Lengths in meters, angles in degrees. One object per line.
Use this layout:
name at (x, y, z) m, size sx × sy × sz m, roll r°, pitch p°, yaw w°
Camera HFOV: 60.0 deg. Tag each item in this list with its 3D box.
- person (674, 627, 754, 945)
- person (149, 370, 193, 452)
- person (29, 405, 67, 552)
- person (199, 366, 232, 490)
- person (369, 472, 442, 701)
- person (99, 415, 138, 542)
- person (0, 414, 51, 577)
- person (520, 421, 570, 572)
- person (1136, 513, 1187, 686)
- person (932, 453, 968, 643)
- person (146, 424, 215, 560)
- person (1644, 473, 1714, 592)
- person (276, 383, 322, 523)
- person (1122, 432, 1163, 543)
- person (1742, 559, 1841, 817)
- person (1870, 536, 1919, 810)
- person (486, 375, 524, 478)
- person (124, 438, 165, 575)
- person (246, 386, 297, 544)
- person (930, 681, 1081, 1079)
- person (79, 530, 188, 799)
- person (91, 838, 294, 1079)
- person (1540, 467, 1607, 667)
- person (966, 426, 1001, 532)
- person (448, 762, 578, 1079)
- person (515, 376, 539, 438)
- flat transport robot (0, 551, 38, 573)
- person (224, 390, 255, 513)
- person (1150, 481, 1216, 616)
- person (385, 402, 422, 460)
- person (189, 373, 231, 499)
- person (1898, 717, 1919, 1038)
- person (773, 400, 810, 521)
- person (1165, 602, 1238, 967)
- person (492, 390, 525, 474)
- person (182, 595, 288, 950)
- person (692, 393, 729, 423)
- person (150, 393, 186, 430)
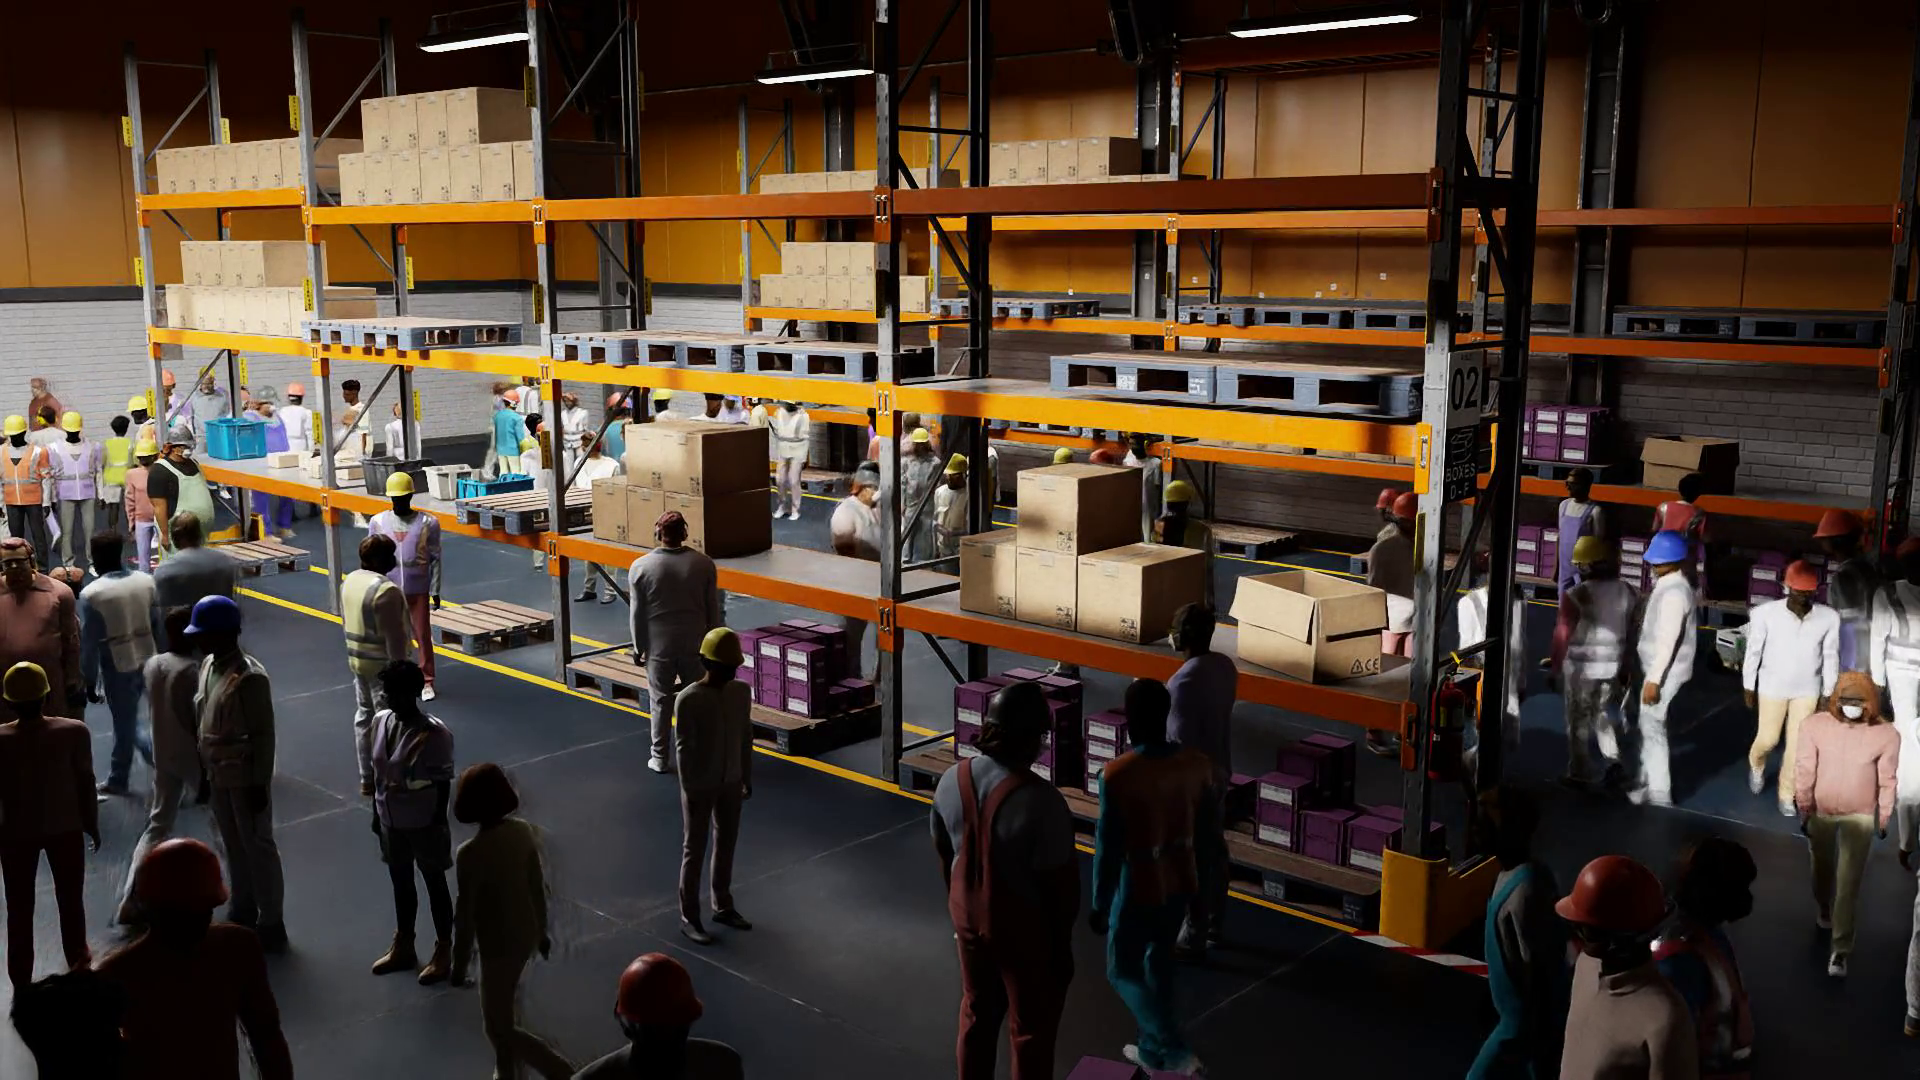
person at (-1.312, 1.324, 9.041) m, size 0.374 × 1.752 × 0.515 m, roll 9°, pitch 14°, yaw 42°
person at (-11.264, -1.411, 23.703) m, size 0.617 × 2.032 × 0.422 m, roll -4°, pitch 11°, yaw -20°
person at (-11.027, -0.723, 20.317) m, size 0.569 × 1.845 × 0.521 m, roll -8°, pitch 13°, yaw -38°
person at (-11.624, -1.739, 25.873) m, size 0.395 × 1.919 × 0.589 m, roll 6°, pitch 12°, yaw 31°
person at (-4.596, 0.390, 13.806) m, size 0.587 × 1.928 × 0.362 m, roll -1°, pitch 10°, yaw -7°
person at (-10.585, -0.733, 20.970) m, size 0.536 × 1.670 × 0.829 m, roll -3°, pitch 10°, yaw -16°
person at (-10.436, -0.443, 18.532) m, size 0.586 × 1.923 × 0.371 m, roll -2°, pitch 10°, yaw -9°
person at (-4.814, -0.508, 19.373) m, size 0.573 × 1.749 × 0.343 m, roll -1°, pitch 10°, yaw -6°
person at (1.511, 0.707, 12.299) m, size 0.429 × 1.829 × 0.638 m, roll -10°, pitch 14°, yaw -43°
person at (-0.017, 0.075, 15.900) m, size 0.586 × 1.824 × 0.404 m, roll 6°, pitch 12°, yaw 29°
person at (-7.712, -0.157, 16.578) m, size 0.537 × 2.000 × 0.684 m, roll 2°, pitch 10°, yaw 10°
person at (6.690, 0.211, 15.510) m, size 0.679 × 1.680 × 0.578 m, roll -7°, pitch 12°, yaw -36°
person at (-9.134, -1.214, 22.960) m, size 0.565 × 1.898 × 0.884 m, roll -1°, pitch 10°, yaw -4°
person at (1.920, -0.262, 17.713) m, size 0.525 × 1.856 × 0.344 m, roll 7°, pitch 12°, yaw 35°
person at (5.535, 0.961, 11.107) m, size 0.577 × 1.735 × 0.499 m, roll 2°, pitch 10°, yaw 13°
person at (6.385, 0.909, 11.063) m, size 0.615 × 1.862 × 0.546 m, roll 1°, pitch 10°, yaw 7°
person at (-7.285, -1.801, 26.809) m, size 0.668 × 1.713 × 0.529 m, roll -10°, pitch 14°, yaw -44°
person at (-8.535, -0.201, 17.611) m, size 0.526 × 1.765 × 0.329 m, roll -3°, pitch 11°, yaw -18°
person at (-8.752, -0.956, 21.096) m, size 0.539 × 2.000 × 0.687 m, roll 4°, pitch 11°, yaw 22°
person at (0.246, 1.561, 6.867) m, size 0.674 × 2.000 × 0.535 m, roll 9°, pitch 14°, yaw 43°
person at (-5.611, 0.864, 11.282) m, size 0.874 × 1.886 × 0.594 m, roll 3°, pitch 11°, yaw 17°
person at (-2.406, 1.885, 5.295) m, size 1.021 × 1.936 × 0.625 m, roll 6°, pitch 12°, yaw 31°
person at (5.470, 0.264, 14.748) m, size 0.348 × 1.846 × 0.506 m, roll -5°, pitch 11°, yaw -25°
person at (0.241, -0.420, 18.612) m, size 0.389 × 1.847 × 0.566 m, roll -5°, pitch 11°, yaw -27°
person at (-1.864, 1.739, 7.079) m, size 0.642 × 1.601 × 0.511 m, roll 3°, pitch 10°, yaw 14°
person at (-6.762, -1.741, 26.017) m, size 0.567 × 1.878 × 0.352 m, roll 9°, pitch 13°, yaw 40°
flat transport robot at (-11.388, 0.293, 19.033) m, size 1.431 × 0.197 × 0.652 m, roll -7°, pitch 12°, yaw -33°
person at (-10.182, -1.258, 23.622) m, size 0.573 × 1.751 × 0.335 m, roll 7°, pitch 12°, yaw 34°
person at (1.758, 0.447, 13.636) m, size 0.592 × 1.869 × 0.996 m, roll -6°, pitch 12°, yaw -31°
person at (-7.657, -1.076, 22.911) m, size 0.311 × 1.639 × 0.521 m, roll 10°, pitch 14°, yaw 44°
person at (-11.165, -1.535, 24.772) m, size 0.638 × 1.902 × 0.406 m, roll -8°, pitch 13°, yaw -37°
person at (4.735, 1.468, 7.838) m, size 0.355 × 1.883 × 0.572 m, roll -10°, pitch 14°, yaw -44°
person at (-2.316, -1.179, 22.803) m, size 0.630 × 1.878 × 0.532 m, roll 5°, pitch 11°, yaw 25°
person at (1.234, 1.277, 8.759) m, size 0.374 × 1.941 × 0.627 m, roll 7°, pitch 12°, yaw 33°
person at (-6.413, -1.281, 23.790) m, size 0.576 × 1.737 × 0.354 m, roll 6°, pitch 12°, yaw 32°
person at (-3.892, 1.243, 8.925) m, size 0.615 × 1.945 × 0.404 m, roll 9°, pitch 13°, yaw 41°
person at (-3.212, -0.973, 21.466) m, size 0.696 × 1.943 × 0.567 m, roll -8°, pitch 13°, yaw -38°
person at (-10.505, -1.031, 22.090) m, size 0.506 × 1.841 × 0.344 m, roll -8°, pitch 13°, yaw -39°
